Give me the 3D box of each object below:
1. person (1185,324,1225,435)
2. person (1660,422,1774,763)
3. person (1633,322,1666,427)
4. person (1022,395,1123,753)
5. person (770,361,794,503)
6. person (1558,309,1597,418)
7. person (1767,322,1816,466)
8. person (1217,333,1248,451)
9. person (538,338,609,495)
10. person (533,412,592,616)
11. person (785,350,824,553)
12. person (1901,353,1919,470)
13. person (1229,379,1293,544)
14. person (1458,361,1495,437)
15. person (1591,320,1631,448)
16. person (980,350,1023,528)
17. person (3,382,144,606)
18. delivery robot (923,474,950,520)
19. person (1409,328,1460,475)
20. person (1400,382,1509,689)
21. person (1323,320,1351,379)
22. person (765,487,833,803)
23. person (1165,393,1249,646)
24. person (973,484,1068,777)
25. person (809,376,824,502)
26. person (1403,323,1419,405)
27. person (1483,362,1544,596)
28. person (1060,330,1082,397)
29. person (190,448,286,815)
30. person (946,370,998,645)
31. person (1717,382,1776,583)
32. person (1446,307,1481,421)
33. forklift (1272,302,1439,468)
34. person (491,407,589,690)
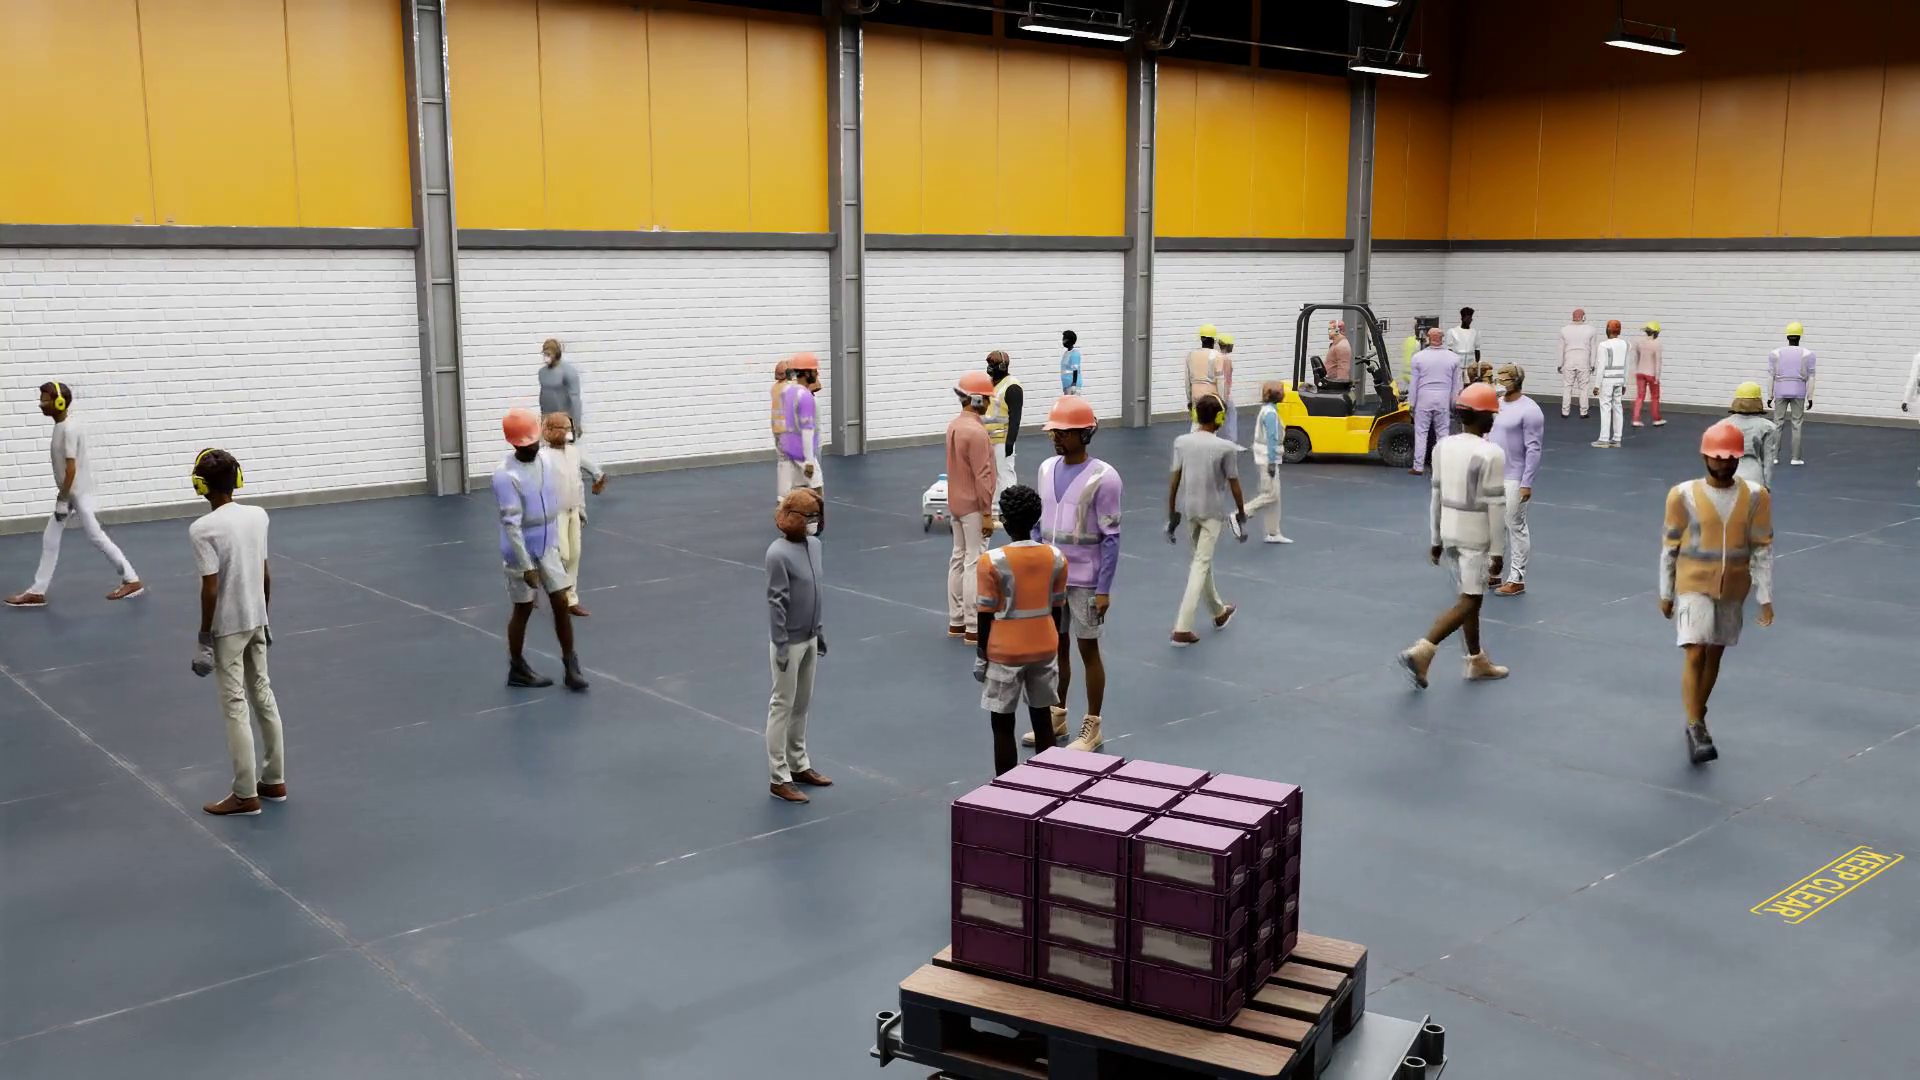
[{"bbox_3d":[3.234,-1.876,21.897,0.585,1.928,0.369,8,13,41],"label":"person"},{"bbox_3d":[4.237,0.297,9.281,0.552,1.889,0.975,1,10,7],"label":"person"},{"bbox_3d":[11.412,-2.725,27.438,0.724,1.725,0.555,-6,11,-32],"label":"person"},{"bbox_3d":[0.624,0.203,9.391,0.373,2.044,0.606,-9,13,-44],"label":"person"},{"bbox_3d":[-1.980,-1.218,18.903,0.338,1.635,0.529,-6,11,-30],"label":"person"},{"bbox_3d":[10.727,-3.061,28.920,0.636,1.902,0.405,4,11,23],"label":"person"},{"bbox_3d":[11.181,-1.963,22.401,0.587,1.930,0.356,6,11,32],"label":"person"},{"bbox_3d":[3.704,-2.120,23.935,0.872,1.724,0.527,-3,10,-20],"label":"person"},{"bbox_3d":[-4.485,-1.362,18.981,0.663,1.907,0.814,7,12,37],"label":"person"},{"bbox_3d":[-3.149,-0.199,12.981,0.477,1.619,0.504,4,10,22],"label":"person"},{"bbox_3d":[-1.468,-0.835,15.811,0.375,1.940,0.553,-5,11,-25],"label":"person"},{"bbox_3d":[12.726,-1.833,21.825,0.605,1.865,0.557,0,10,-1],"label":"person"},{"bbox_3d":[2.968,-0.759,16.228,0.549,1.622,0.527,2,10,12],"label":"person"},{"bbox_3d":[4.801,-0.742,15.504,0.345,1.846,0.507,2,10,9],"label":"person"},{"bbox_3d":[9.590,-2.299,24.502,0.584,1.882,0.339,-4,10,-22],"label":"person"},{"bbox_3d":[0.387,-1.048,17.306,0.429,1.844,0.628,-6,11,-31],"label":"person"},{"bbox_3d":[-7.195,-0.375,13.458,1.016,1.818,0.538,-8,13,-39],"label":"person"},{"bbox_3d":[-0.159,-0.438,17.220,0.477,0.478,0.707,2,10,9],"label":"delivery robot"},{"bbox_3d":[6.080,-1.774,21.391,0.641,1.900,0.403,0,10,2],"label":"person"},{"bbox_3d":[3.250,-0.020,10.809,0.876,2.016,0.612,-4,11,-23],"label":"person"},{"bbox_3d":[5.403,-2.216,23.951,0.402,1.906,0.651,1,10,8],"label":"person"},{"bbox_3d":[-0.840,0.530,8.672,0.287,1.633,0.498,4,11,23],"label":"person"},{"bbox_3d":[1.842,-0.166,12.210,0.556,1.813,0.990,8,12,38],"label":"person"},{"bbox_3d":[0.303,0.565,8.305,0.530,1.689,0.322,-6,12,-33],"label":"person"},{"bbox_3d":[-1.573,-0.956,17.367,0.279,1.634,0.497,-3,10,-15],"label":"person"},{"bbox_3d":[7.077,-2.470,25.650,0.467,1.833,0.649,-3,10,-17],"label":"person"},{"bbox_3d":[4.553,-0.507,13.852,0.368,1.939,0.632,-4,11,-23],"label":"person"},{"bbox_3d":[1.695,-2.363,25.451,0.320,1.690,0.538,-3,10,-15],"label":"person"},{"bbox_3d":[-3.671,0.465,8.387,0.333,1.864,0.520,3,10,17],"label":"person"},{"bbox_3d":[0.095,-0.236,12.106,0.379,1.994,0.611,-4,10,-22],"label":"person"},{"bbox_3d":[6.751,-0.494,14.362,0.485,1.739,0.314,5,11,26],"label":"person"},{"bbox_3d":[8.593,-2.999,28.411,0.606,1.956,0.387,0,10,-1],"label":"person"},{"bbox_3d":[5.320,-2.157,22.763,2.313,2.155,1.214,3,10,16],"label":"forklift"},{"bbox_3d":[-2.699,0.076,10.633,0.704,1.874,0.628,7,12,34],"label":"person"}]
